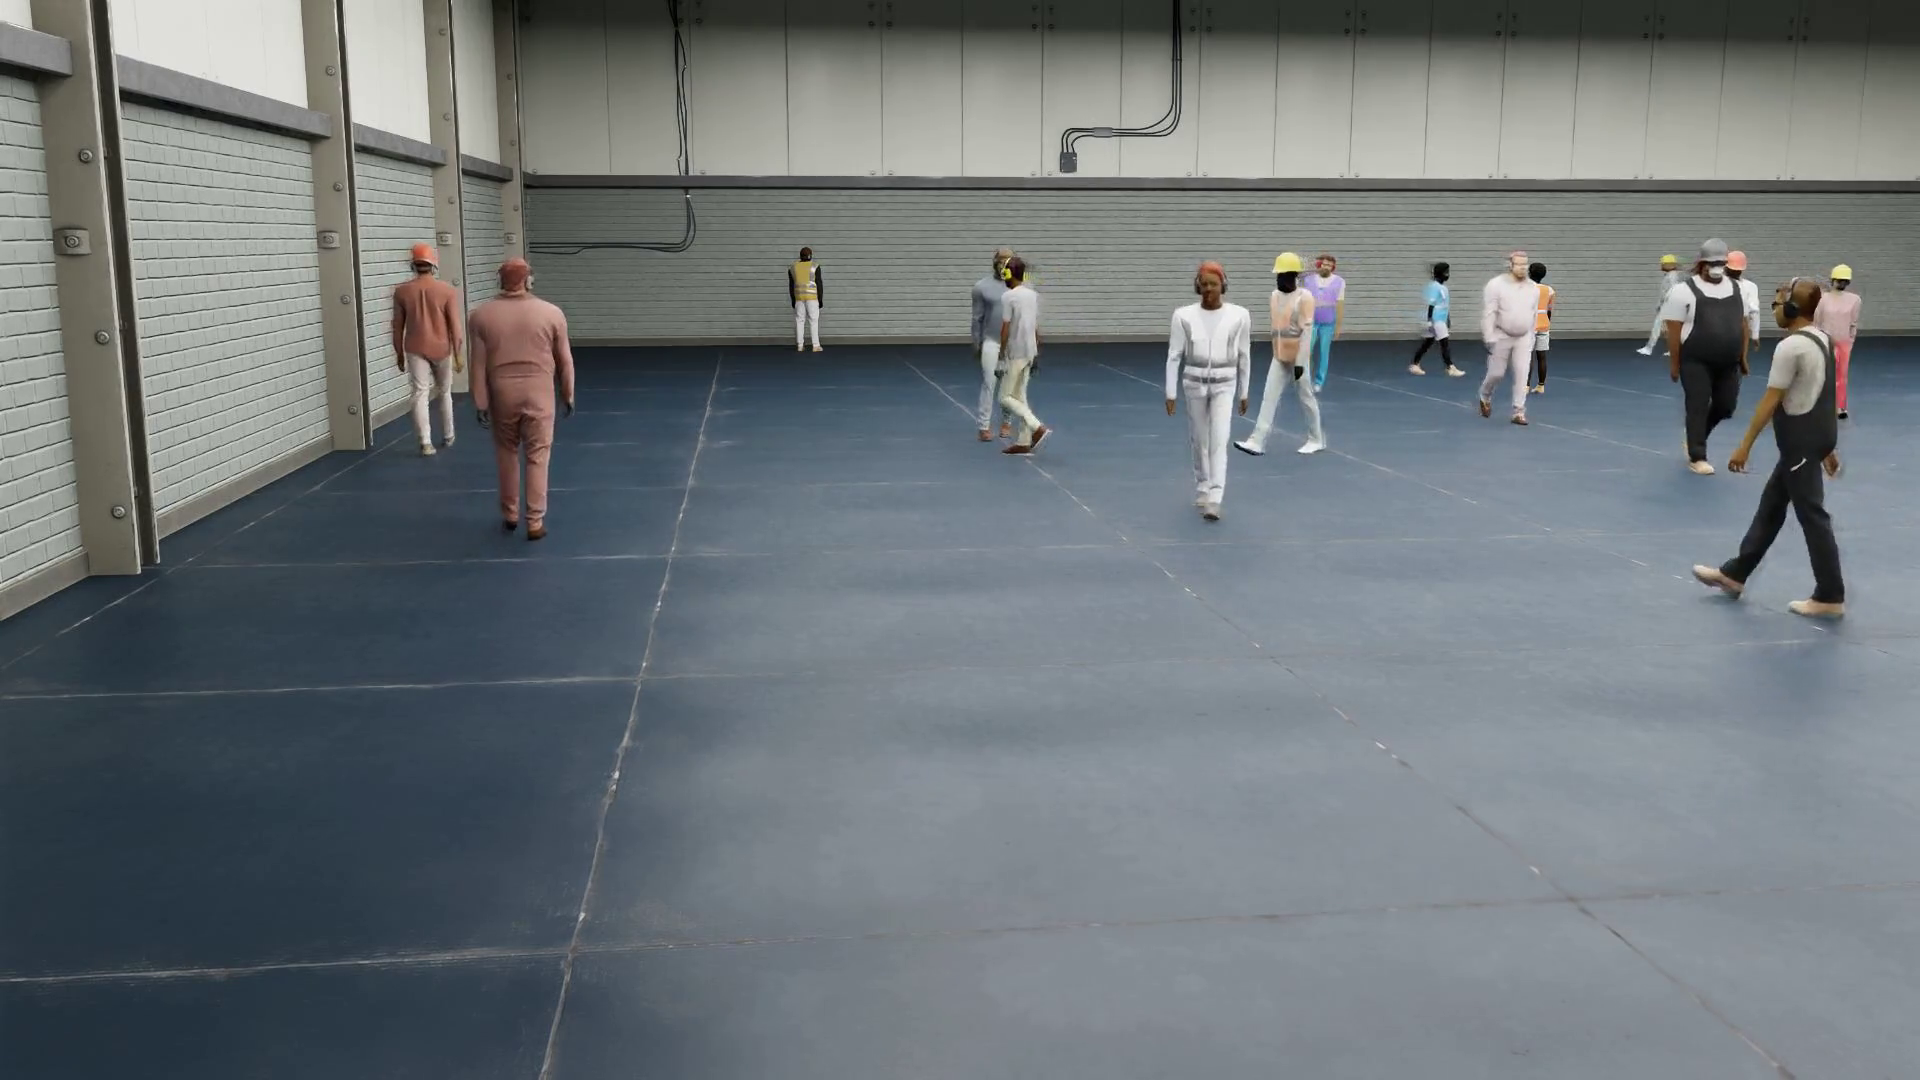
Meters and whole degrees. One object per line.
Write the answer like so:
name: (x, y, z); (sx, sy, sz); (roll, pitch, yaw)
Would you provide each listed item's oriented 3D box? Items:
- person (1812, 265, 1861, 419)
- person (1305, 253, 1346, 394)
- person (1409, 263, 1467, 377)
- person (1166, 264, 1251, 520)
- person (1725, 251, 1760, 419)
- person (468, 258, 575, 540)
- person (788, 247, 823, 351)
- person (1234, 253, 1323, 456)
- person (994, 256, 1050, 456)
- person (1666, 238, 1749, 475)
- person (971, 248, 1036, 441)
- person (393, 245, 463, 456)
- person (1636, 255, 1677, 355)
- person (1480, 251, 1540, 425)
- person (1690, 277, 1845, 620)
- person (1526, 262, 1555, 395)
person: (9.808, -2.231, 18.707); (0.524, 1.708, 0.959); (3, 11, 16)
person: (4.668, -2.773, 21.422); (0.595, 1.807, 0.456); (6, 12, 29)
person: (6.933, -3.193, 24.145); (0.866, 1.651, 0.545); (6, 12, 29)
person: (1.801, -1.086, 12.131); (0.596, 1.824, 1.000); (2, 11, 13)
person: (8.714, -2.332, 18.856); (0.562, 1.880, 1.029); (3, 11, 14)
person: (-2.959, -0.968, 11.343); (0.652, 1.877, 0.831); (-1, 10, -6)
person: (-2.709, -4.255, 29.461); (0.622, 1.840, 0.429); (3, 11, 15)
person: (3.028, -1.706, 15.395); (1.003, 1.868, 0.607); (-7, 12, -32)
person: (0.579, -1.668, 15.261); (0.509, 1.842, 0.581); (7, 12, 34)
person: (6.448, -1.609, 14.395); (0.687, 2.000, 0.759); (-1, 10, -4)
person: (0.427, -1.950, 16.617); (0.638, 1.911, 0.656); (-1, 10, -4)
person: (-4.989, -1.786, 15.629); (0.641, 1.938, 1.051); (-2, 10, -9)
person: (11.979, -4.007, 28.444); (0.815, 1.711, 0.503); (3, 11, 17)
person: (5.991, -2.214, 18.164); (0.644, 1.880, 0.796); (-1, 10, -4)
person: (4.433, -0.505, 8.997); (0.928, 1.796, 0.521); (10, 14, 43)
person: (7.348, -2.697, 21.302); (0.535, 1.697, 0.318); (-4, 11, -21)
